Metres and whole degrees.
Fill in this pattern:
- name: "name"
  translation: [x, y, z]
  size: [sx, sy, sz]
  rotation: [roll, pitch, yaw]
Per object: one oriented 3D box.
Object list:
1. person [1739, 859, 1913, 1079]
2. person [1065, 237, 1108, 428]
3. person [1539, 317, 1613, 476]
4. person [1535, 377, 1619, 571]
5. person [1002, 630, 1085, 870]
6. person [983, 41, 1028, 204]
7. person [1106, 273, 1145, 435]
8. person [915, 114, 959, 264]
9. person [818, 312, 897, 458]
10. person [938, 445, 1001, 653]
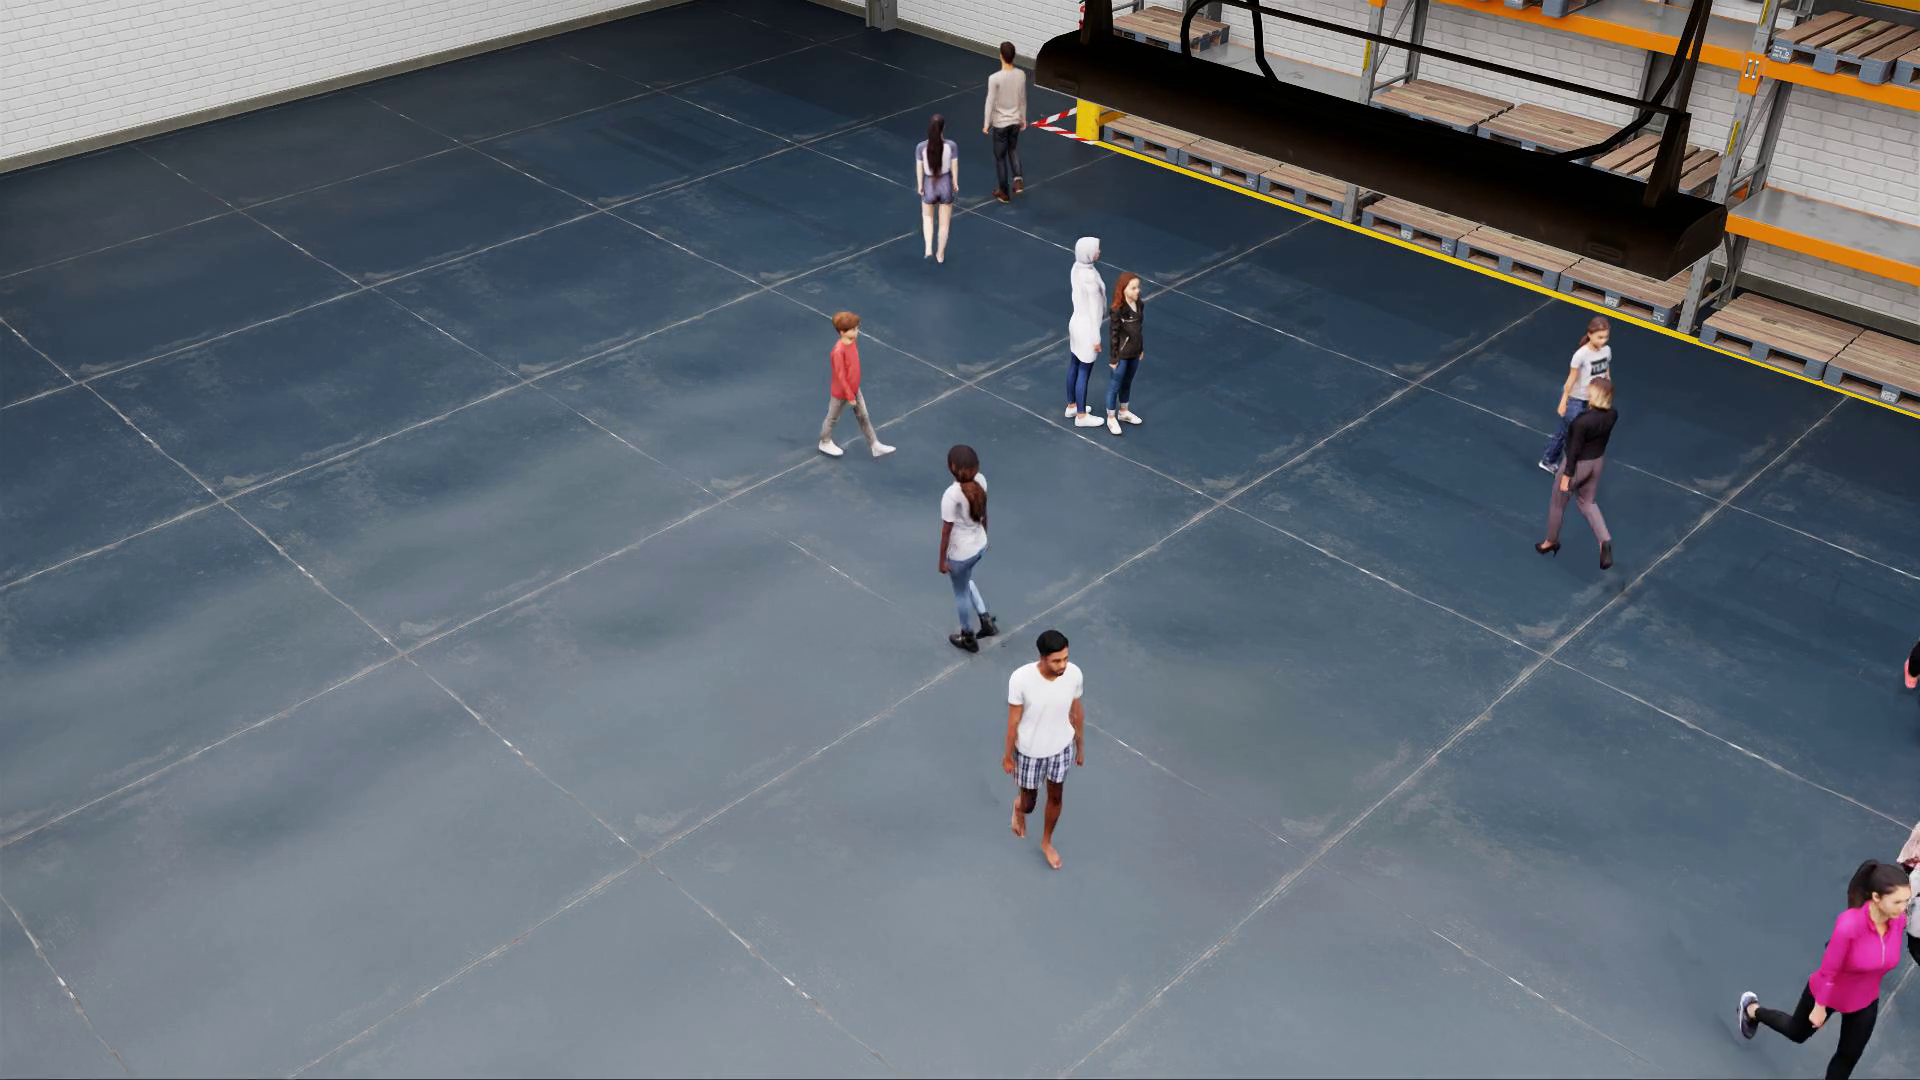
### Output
- name: "person"
  translation: [4.491, 2.286, 8.606]
  size: [0.953, 1.675, 1.111]
  rotation: [-6, 34, -9]
- name: "person"
  translation: [1.098, -1.849, 14.735]
  size: [0.747, 1.775, 0.620]
  rotation: [-10, 35, -15]
- name: "person"
  translation: [5.157, -1.215, 13.998]
  size: [0.652, 1.536, 0.893]
  rotation: [-18, 38, -25]
- name: "person"
  translation: [4.839, -0.477, 12.783]
  size: [0.748, 1.651, 0.978]
  rotation: [-18, 38, -25]
- name: "person"
  translation: [0.486, 1.216, 10.173]
  size: [0.812, 1.721, 0.856]
  rotation: [-11, 35, -16]
- name: "person"
  translation: [0.571, -4.728, 18.994]
  size: [0.713, 1.857, 0.721]
  rotation: [-20, 39, -27]
- name: "person"
  translation: [1.457, -1.678, 14.742]
  size: [0.550, 1.483, 0.499]
  rotation: [-29, 43, -36]
- name: "person"
  translation: [-0.231, -3.678, 17.611]
  size: [0.725, 1.638, 0.789]
  rotation: [1, 34, 1]
- name: "person"
  translation: [-1.052, -1.306, 14.279]
  size: [0.999, 1.376, 0.713]
  rotation: [16, 37, 22]
- name: "person"
  translation: [0.108, 0.097, 11.861]
  size: [0.719, 1.716, 0.659]
  rotation: [22, 40, 30]
